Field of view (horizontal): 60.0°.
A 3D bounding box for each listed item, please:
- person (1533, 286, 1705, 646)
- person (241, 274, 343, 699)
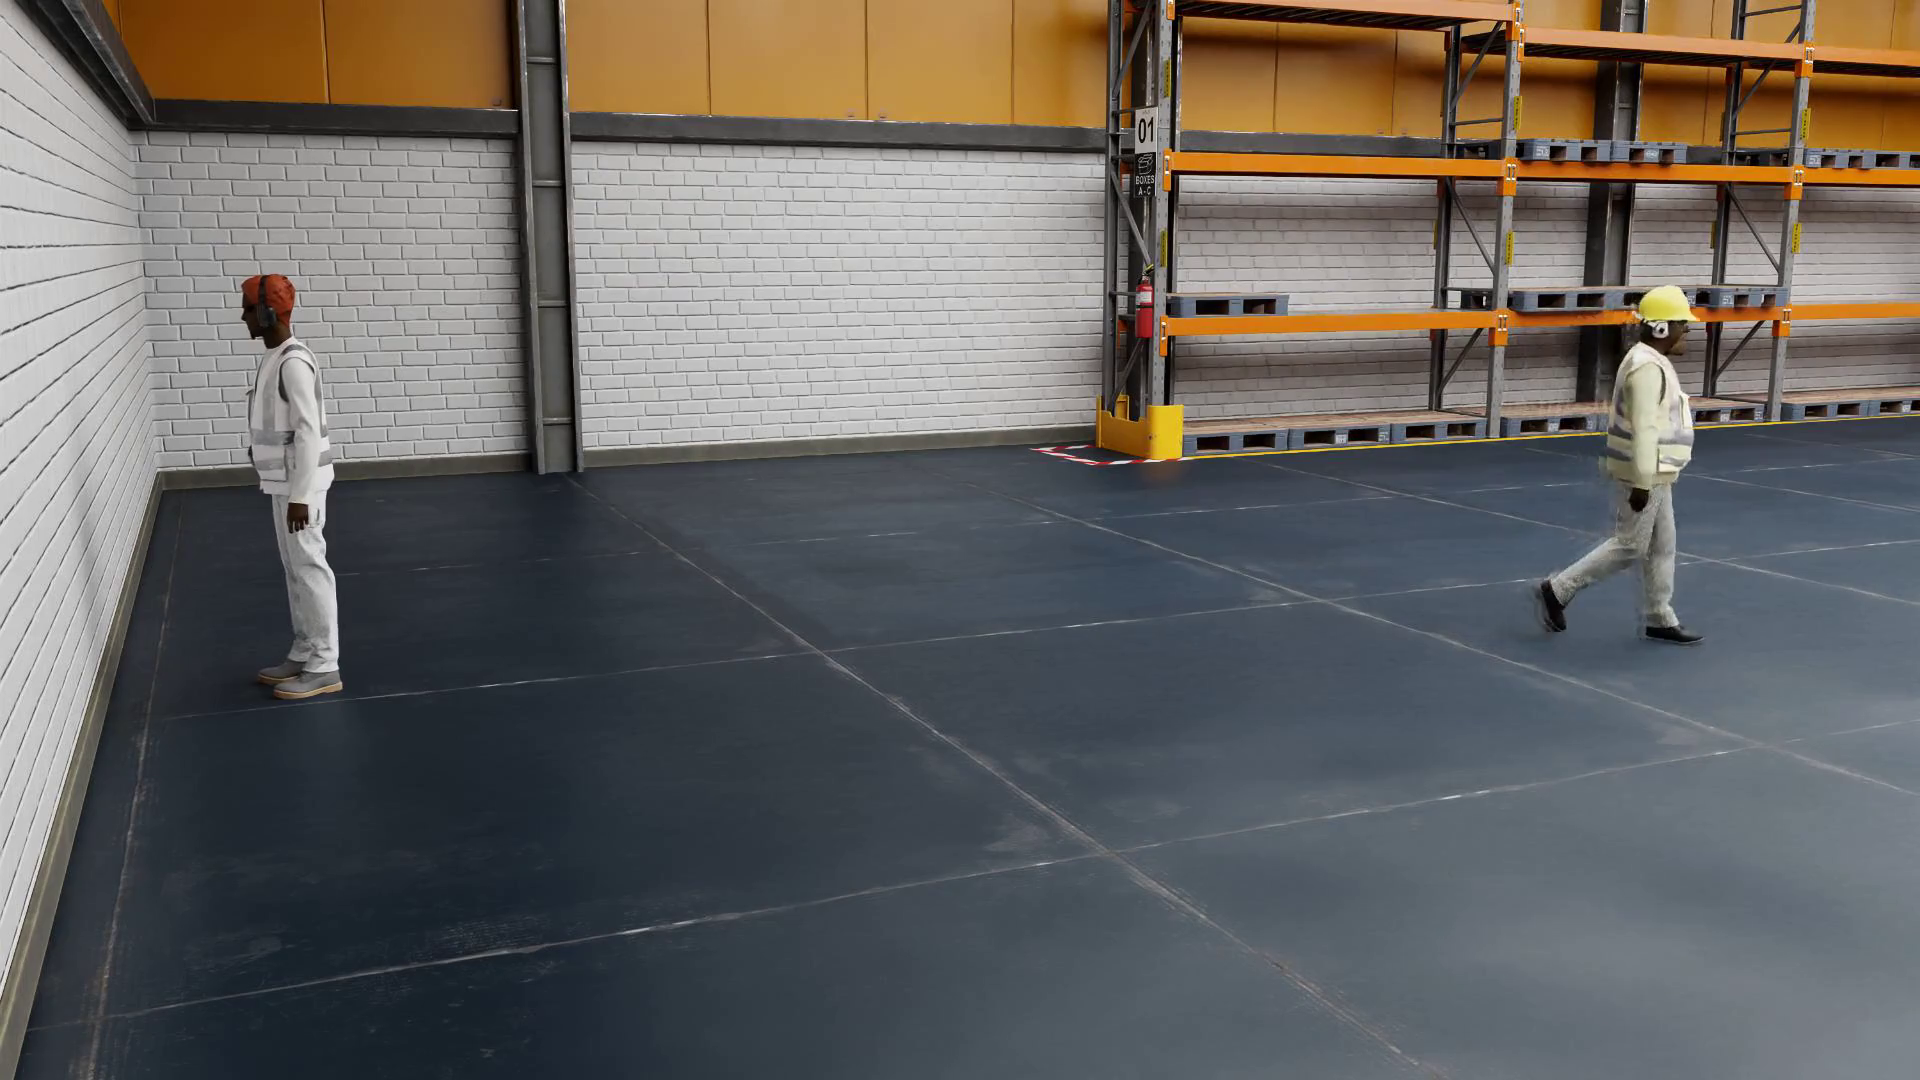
[{"bbox_3d":[3.351,-0.366,8.342,0.759,1.814,0.604,4,11,23],"label":"person"},{"bbox_3d":[-2.983,-0.236,7.417,0.358,1.881,0.574,-6,12,-31],"label":"person"}]
